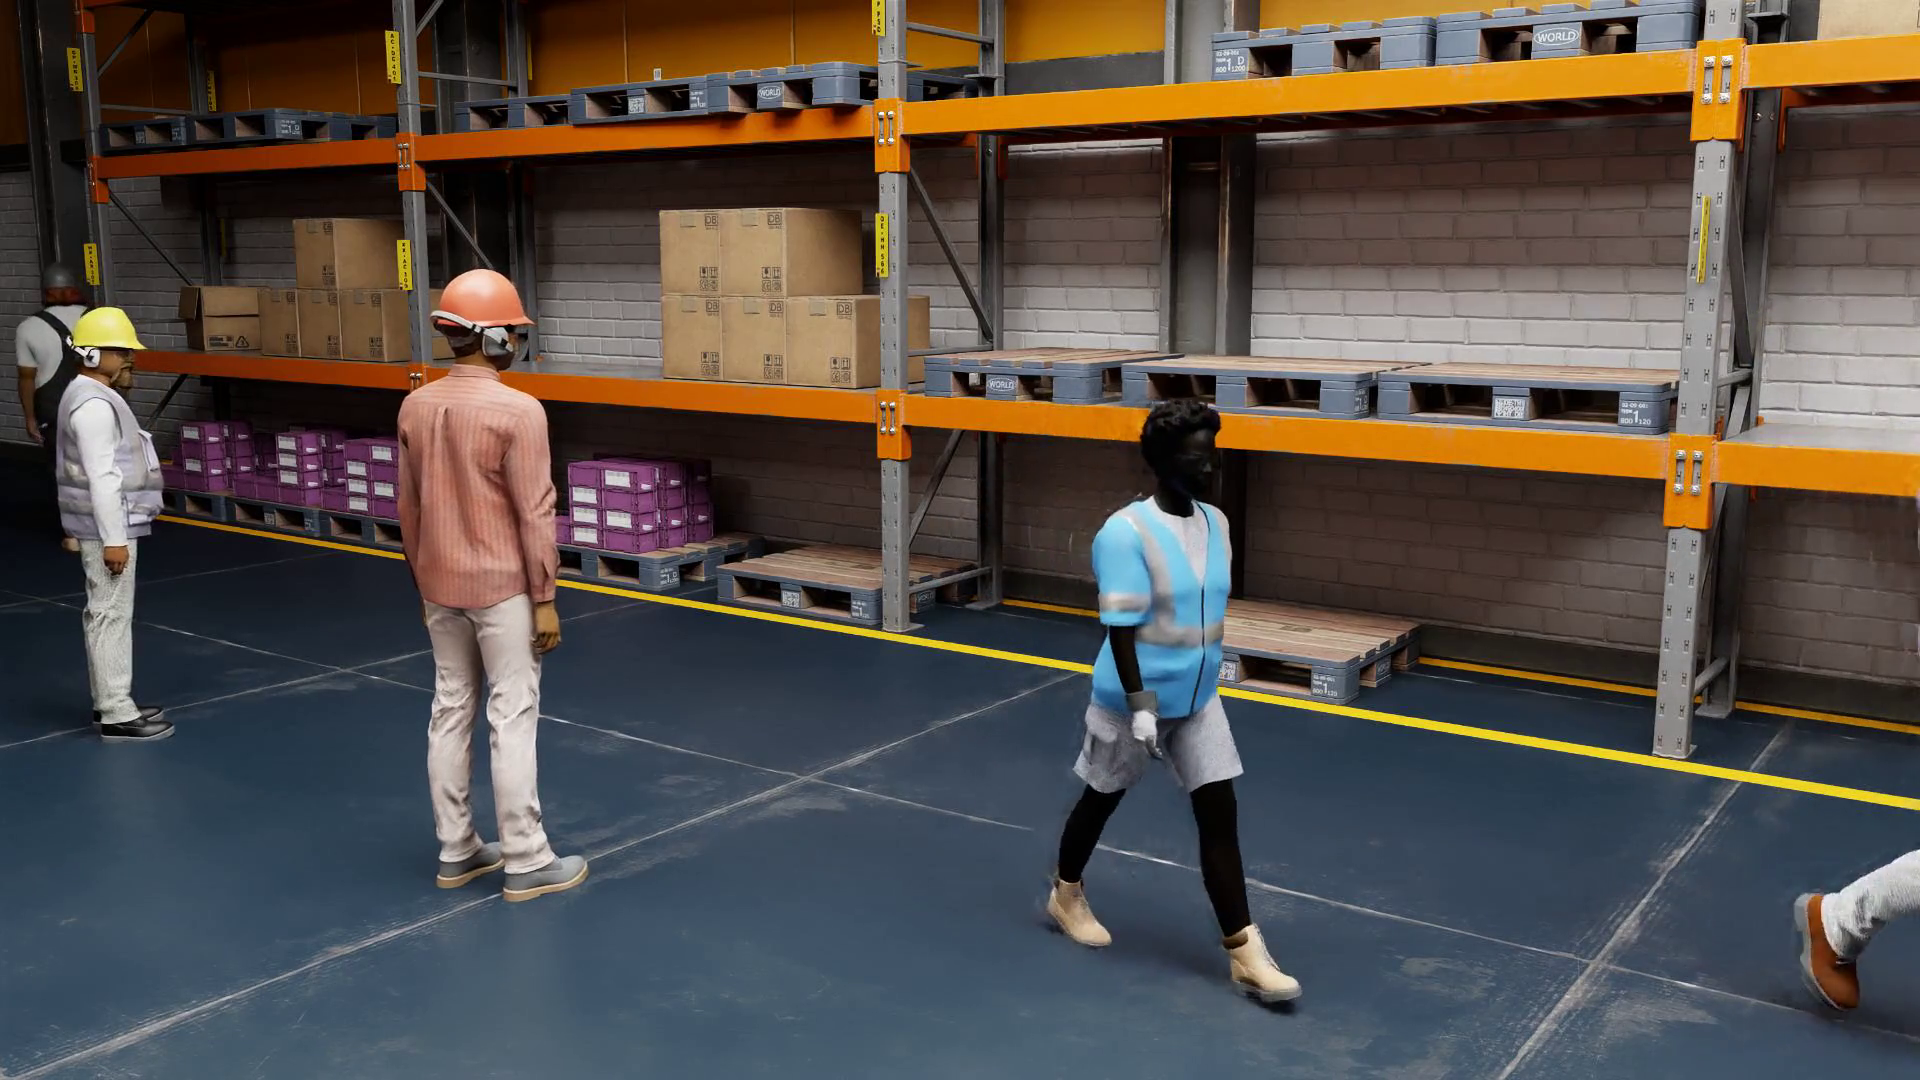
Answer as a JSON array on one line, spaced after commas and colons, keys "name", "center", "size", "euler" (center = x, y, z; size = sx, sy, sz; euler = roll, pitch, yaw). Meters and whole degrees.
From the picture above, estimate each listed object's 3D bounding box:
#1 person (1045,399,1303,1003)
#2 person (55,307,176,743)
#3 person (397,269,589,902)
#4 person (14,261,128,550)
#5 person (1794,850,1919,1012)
[{"name": "person", "center": [0.560, 0.425, 4.661], "size": [0.534, 1.652, 0.889], "euler": [-7, 12, -37]}, {"name": "person", "center": [-3.587, -0.064, 7.051], "size": [0.404, 1.828, 0.592], "euler": [-5, 11, -29]}, {"name": "person", "center": [-1.504, 0.146, 5.303], "size": [0.612, 1.994, 0.394], "euler": [5, 11, 29]}, {"name": "person", "center": [-6.176, -0.932, 11.588], "size": [0.701, 2.000, 0.596], "euler": [-7, 12, -36]}, {"name": "person", "center": [2.523, 0.396, 4.044], "size": [0.639, 1.924, 0.743], "euler": [-5, 11, -26]}]
